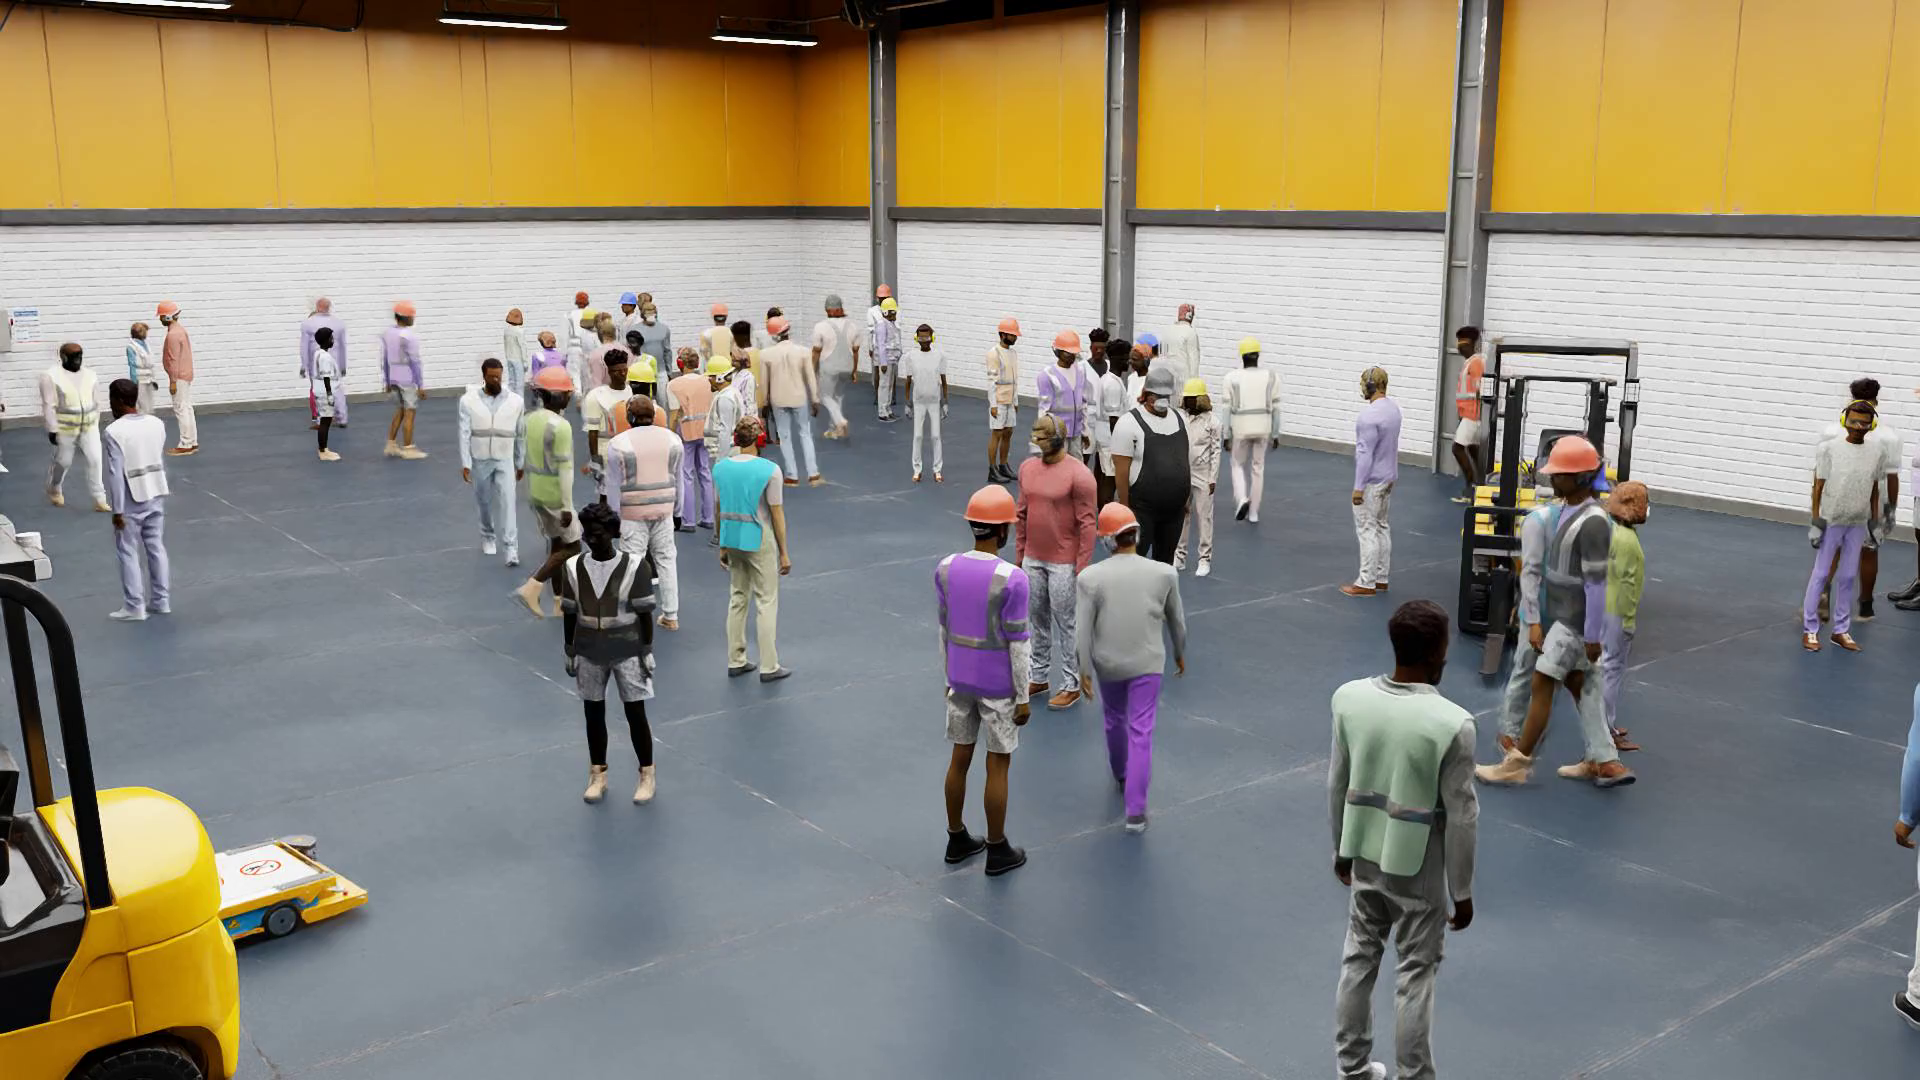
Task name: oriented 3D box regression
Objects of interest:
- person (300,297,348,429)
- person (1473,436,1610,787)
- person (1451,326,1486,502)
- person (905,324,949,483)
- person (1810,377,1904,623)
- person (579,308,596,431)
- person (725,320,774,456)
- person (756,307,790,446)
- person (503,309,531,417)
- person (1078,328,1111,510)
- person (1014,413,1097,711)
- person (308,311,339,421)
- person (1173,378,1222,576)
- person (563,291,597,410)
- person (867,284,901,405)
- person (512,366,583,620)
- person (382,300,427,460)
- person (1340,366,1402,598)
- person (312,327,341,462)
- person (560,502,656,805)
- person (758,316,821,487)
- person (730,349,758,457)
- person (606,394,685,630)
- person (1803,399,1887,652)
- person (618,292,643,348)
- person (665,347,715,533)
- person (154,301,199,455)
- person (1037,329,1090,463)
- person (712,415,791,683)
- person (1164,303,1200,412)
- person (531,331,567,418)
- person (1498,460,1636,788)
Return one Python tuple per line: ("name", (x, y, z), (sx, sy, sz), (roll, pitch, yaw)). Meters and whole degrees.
("person", (-9.065, -2.506, 23.757), (0.679, 1.880, 0.443), (-11, 16, -44))
("person", (3.369, 0.416, 9.347), (0.820, 2.009, 0.625), (2, 12, 11))
("person", (5.590, -1.356, 18.073), (0.541, 1.919, 0.615), (4, 12, 17))
("person", (-0.388, -1.590, 19.365), (0.510, 1.861, 0.324), (0, 12, -1))
("person", (6.917, -0.285, 12.890), (0.645, 1.933, 0.747), (8, 14, 35))
("person", (-5.254, -2.423, 23.662), (0.319, 1.742, 0.492), (-1, 12, -5))
("person", (-2.404, -1.571, 19.193), (0.658, 1.921, 0.920), (-7, 14, -31))
("person", (-2.477, -2.178, 22.218), (0.524, 1.857, 0.345), (4, 12, 19))
("person", (-6.696, -2.678, 25.157), (0.500, 1.633, 0.280), (10, 15, 40))
("person", (1.437, -1.239, 17.417), (0.648, 1.963, 0.374), (-7, 14, -32))
("person", (0.599, 0.136, 10.827), (0.635, 1.936, 0.354), (11, 16, 43))
("person", (-9.474, -2.563, 24.599), (0.498, 1.634, 0.280), (7, 14, 32))
("person", (2.050, -0.555, 14.637), (0.486, 1.744, 0.294), (8, 14, 32))
("person", (-5.882, -2.947, 25.920), (0.585, 1.859, 0.817), (-2, 12, -9))
("person", (-1.202, -3.106, 26.527), (0.539, 1.929, 0.387), (-1, 12, -6))
("person", (-3.211, -0.336, 12.919), (0.611, 2.023, 0.609), (-10, 16, -41))
("person", (-7.029, -2.009, 21.040), (0.711, 2.021, 0.419), (9, 15, 36))
("person", (3.446, -0.482, 13.848), (0.374, 1.929, 0.636), (8, 14, 34))
("person", (-7.986, -1.837, 20.970), (0.321, 1.693, 0.539), (-6, 13, -25))
("person", (-1.923, 0.617, 9.120), (0.539, 1.685, 0.320), (1, 12, 7))
("person", (-1.980, -1.587, 19.118), (0.663, 1.958, 0.421), (-2, 12, -11))
("person", (-2.420, -1.324, 18.633), (0.314, 1.629, 0.509), (-7, 14, -31))
("person", (-2.398, -0.196, 12.690), (0.623, 1.835, 0.429), (-8, 14, -33))
("person", (6.483, -0.103, 12.169), (0.520, 1.864, 0.333), (1, 12, 3))
("person", (-4.739, -2.601, 24.015), (0.377, 1.950, 0.612), (-8, 14, -34))
("person", (-2.654, -0.990, 16.486), (0.374, 1.843, 0.575), (11, 16, 42))
("person", (-10.113, -2.089, 21.483), (0.412, 1.980, 0.626), (-3, 12, -13))
("person", (1.044, -1.062, 16.407), (0.618, 2.028, 0.409), (-10, 15, -39))
("person", (-1.447, 0.067, 11.422), (0.574, 1.833, 0.386), (7, 14, 31))
("person", (3.007, -2.210, 22.249), (0.409, 1.904, 0.640), (-6, 13, -27))
("person", (-5.188, -1.829, 21.071), (0.313, 1.631, 0.523), (10, 15, 39))
("person", (3.447, 0.443, 9.449), (0.629, 1.888, 1.010), (-3, 12, -13))
